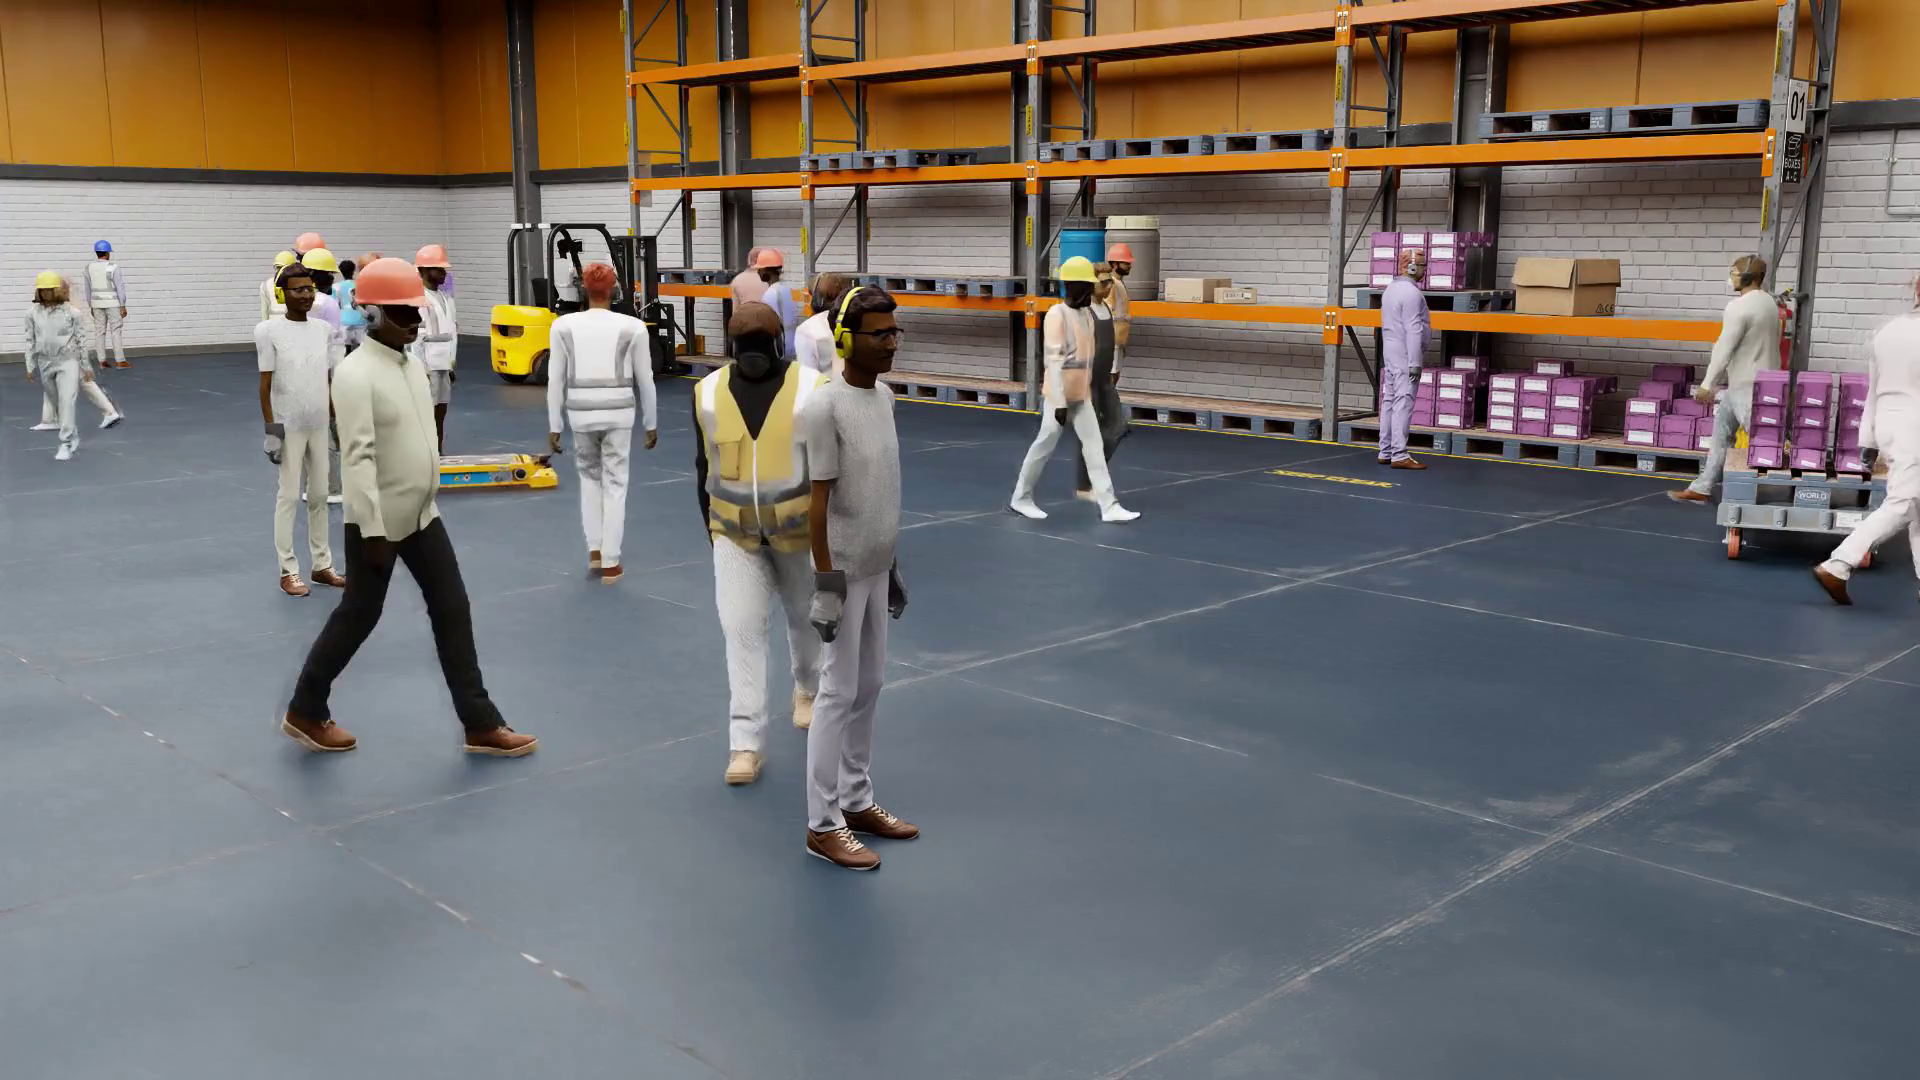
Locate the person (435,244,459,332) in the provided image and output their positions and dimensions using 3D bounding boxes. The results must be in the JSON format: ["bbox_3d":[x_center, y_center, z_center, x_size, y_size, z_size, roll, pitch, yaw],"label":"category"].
[{"bbox_3d":[-6.826,-2.875,21.599,0.508,1.902,0.551,9,14,41],"label":"person"}]

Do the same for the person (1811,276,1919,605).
[{"bbox_3d":[5.132,-0.543,9.040,0.907,1.859,0.660,-1,10,-6],"label":"person"}]

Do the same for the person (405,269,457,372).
[{"bbox_3d":[-5.089,-1.774,15.840,0.621,1.810,0.590,2,11,10],"label":"person"}]

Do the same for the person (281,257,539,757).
[{"bbox_3d":[-2.211,-0.104,6.383,1.029,1.948,0.639,2,11,11],"label":"person"}]

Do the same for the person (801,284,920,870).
[{"bbox_3d":[-0.324,0.113,5.399,0.310,1.868,0.534,5,11,24],"label":"person"}]

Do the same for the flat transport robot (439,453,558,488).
[{"bbox_3d":[-3.986,-0.541,13.323,1.431,0.197,0.652,-3,11,-18],"label":"flat transport robot"}]

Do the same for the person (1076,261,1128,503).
[{"bbox_3d":[1.049,-1.184,12.579,0.434,1.829,0.535,7,12,33],"label":"person"}]

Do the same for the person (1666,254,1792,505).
[{"bbox_3d":[5.796,-1.128,12.141,1.059,1.898,0.625,9,14,41],"label":"person"}]

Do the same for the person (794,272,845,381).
[{"bbox_3d":[-0.786,-0.775,10.463,0.633,1.793,0.959,-7,13,-35],"label":"person"}]

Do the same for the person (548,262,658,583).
[{"bbox_3d":[-2.094,-0.697,9.833,0.611,1.859,0.643,0,10,-1],"label":"person"}]

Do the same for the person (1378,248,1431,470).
[{"bbox_3d":[3.893,-1.572,14.486,0.403,1.906,0.652,-1,10,-5],"label":"person"}]

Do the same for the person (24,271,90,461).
[{"bbox_3d":[-8.277,-1.614,15.280,0.497,1.703,0.890,-2,11,-9],"label":"person"}]

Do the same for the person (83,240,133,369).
[{"bbox_3d":[-12.918,-3.557,25.191,0.605,1.948,0.388,1,10,5],"label":"person"}]

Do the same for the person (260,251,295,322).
[{"bbox_3d":[-7.905,-2.477,19.615,0.590,1.835,0.404,1,10,6],"label":"person"}]

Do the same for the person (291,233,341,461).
[{"bbox_3d":[-5.794,-1.727,14.956,0.394,2.041,0.611,-9,13,-39],"label":"person"}]

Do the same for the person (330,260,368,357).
[{"bbox_3d":[-8.151,-2.896,22.288,0.532,1.692,0.320,-6,12,-29],"label":"person"}]

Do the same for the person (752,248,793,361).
[{"bbox_3d":[-1.715,-1.837,15.934,0.926,1.909,0.541,3,11,16],"label":"person"}]

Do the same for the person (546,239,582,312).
[{"bbox_3d":[-6.360,-3.869,26.843,0.603,1.967,0.366,1,10,4],"label":"person"}]

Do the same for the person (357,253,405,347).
[{"bbox_3d":[-5.510,-1.786,15.806,0.617,1.857,0.611,-4,11,-21],"label":"person"}]

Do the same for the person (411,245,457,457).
[{"bbox_3d":[-4.306,-1.439,13.672,0.360,1.939,0.543,1,10,7],"label":"person"}]

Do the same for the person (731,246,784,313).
[{"bbox_3d":[-2.309,-2.432,19.193,0.663,1.895,0.515,3,11,15],"label":"person"}]

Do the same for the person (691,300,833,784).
[{"bbox_3d":[-0.724,-0.040,6.490,0.633,1.793,1.006,1,10,4],"label":"person"}]

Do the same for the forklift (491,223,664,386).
[{"bbox_3d":[-5.316,-3.263,22.920,2.313,2.155,1.214,-10,14,-44],"label":"forklift"}]

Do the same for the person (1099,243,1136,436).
[{"bbox_3d":[1.587,-2.020,16.841,0.379,1.938,0.547,3,11,18],"label":"person"}]

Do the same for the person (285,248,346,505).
[{"bbox_3d":[-4.813,-1.230,12.568,0.594,1.922,0.386,7,12,33],"label":"person"}]

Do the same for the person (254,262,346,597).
[{"bbox_3d":[-3.713,-0.629,9.436,0.329,1.873,0.514,6,12,31],"label":"person"}]

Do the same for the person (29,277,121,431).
[{"bbox_3d":[-9.234,-1.933,17.287,0.846,1.605,0.533,-2,11,-8],"label":"person"}]

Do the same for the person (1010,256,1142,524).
[{"bbox_3d":[0.781,-1.045,11.694,1.022,1.873,0.604,7,12,32],"label":"person"}]
